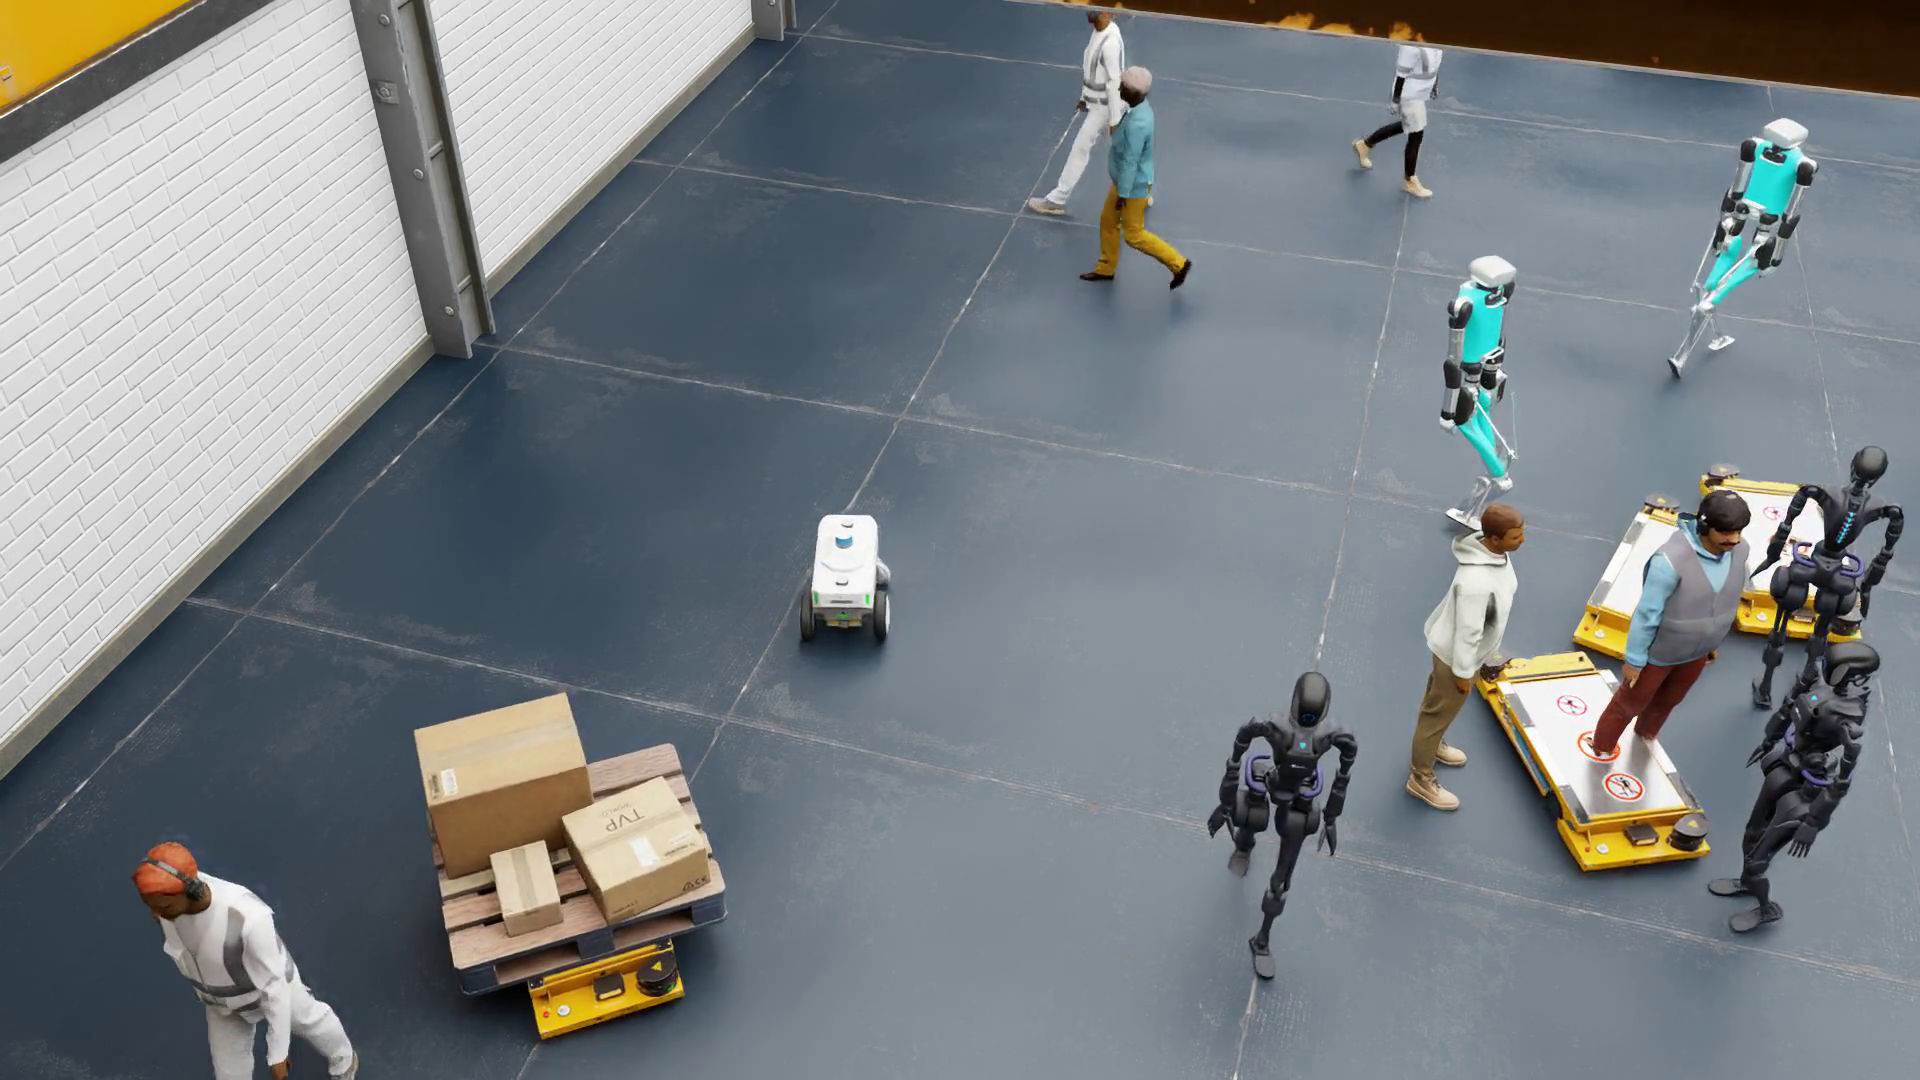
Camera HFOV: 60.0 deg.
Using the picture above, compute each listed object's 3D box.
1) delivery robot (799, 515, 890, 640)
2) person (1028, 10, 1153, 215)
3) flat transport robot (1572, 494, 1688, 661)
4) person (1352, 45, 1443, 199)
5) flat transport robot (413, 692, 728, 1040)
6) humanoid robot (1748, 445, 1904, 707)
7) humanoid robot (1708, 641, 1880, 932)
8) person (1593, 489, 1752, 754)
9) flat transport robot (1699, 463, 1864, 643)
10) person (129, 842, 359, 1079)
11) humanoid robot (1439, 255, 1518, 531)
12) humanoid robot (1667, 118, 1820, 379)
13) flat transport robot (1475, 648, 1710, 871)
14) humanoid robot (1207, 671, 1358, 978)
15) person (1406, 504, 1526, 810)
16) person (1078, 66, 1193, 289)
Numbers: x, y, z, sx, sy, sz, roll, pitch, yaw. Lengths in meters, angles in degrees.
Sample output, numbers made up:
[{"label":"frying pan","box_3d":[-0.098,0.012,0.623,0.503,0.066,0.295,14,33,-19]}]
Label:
[{"label":"delivery robot","box_3d":[-0.649,0.222,9.514,0.512,0.613,0.785,0,39,0]},{"label":"person","box_3d":[1.102,-3.419,13.013,1.016,1.827,0.584,0,39,0]},{"label":"flat transport robot","box_3d":[4.123,0.258,9.683,0.659,0.231,1.431,23,44,25]},{"label":"person","box_3d":[3.585,-3.625,13.394,0.745,1.667,0.531,22,44,25]},{"label":"flat transport robot","box_3d":[-1.808,1.671,7.926,0.659,0.231,1.431,-14,41,-16]},{"label":"humanoid robot","box_3d":[4.453,0.188,8.644,0.588,1.656,0.340,16,41,18]},{"label":"humanoid robot","box_3d":[3.777,1.087,7.520,0.325,1.649,0.612,-1,39,-1]},{"label":"person","box_3d":[3.452,0.506,8.089,0.544,1.877,0.407,-13,41,-16]},{"label":"flat transport robot","box_3d":[4.882,0.062,9.927,0.659,0.231,1.431,7,39,8]},{"label":"person","box_3d":[-2.812,1.843,6.459,0.599,1.824,0.950,11,40,13]},{"label":"humanoid robot","box_3d":[3.152,-0.725,9.797,0.547,1.859,0.758,-30,47,-32]},{"label":"humanoid robot","box_3d":[5.154,-1.910,11.244,1.012,1.776,0.530,-24,44,-27]},{"label":"flat transport robot","box_3d":[3.253,1.090,8.649,0.659,0.231,1.431,-5,39,-7]},{"label":"humanoid robot","box_3d":[1.423,1.161,7.487,0.587,1.626,0.815,3,39,3]},{"label":"person","box_3d":[2.447,0.534,8.144,0.378,1.767,0.521,16,41,18]},{"label":"person","box_3d":[1.313,-2.591,12.063,0.760,1.721,0.517,1,39,1]}]
